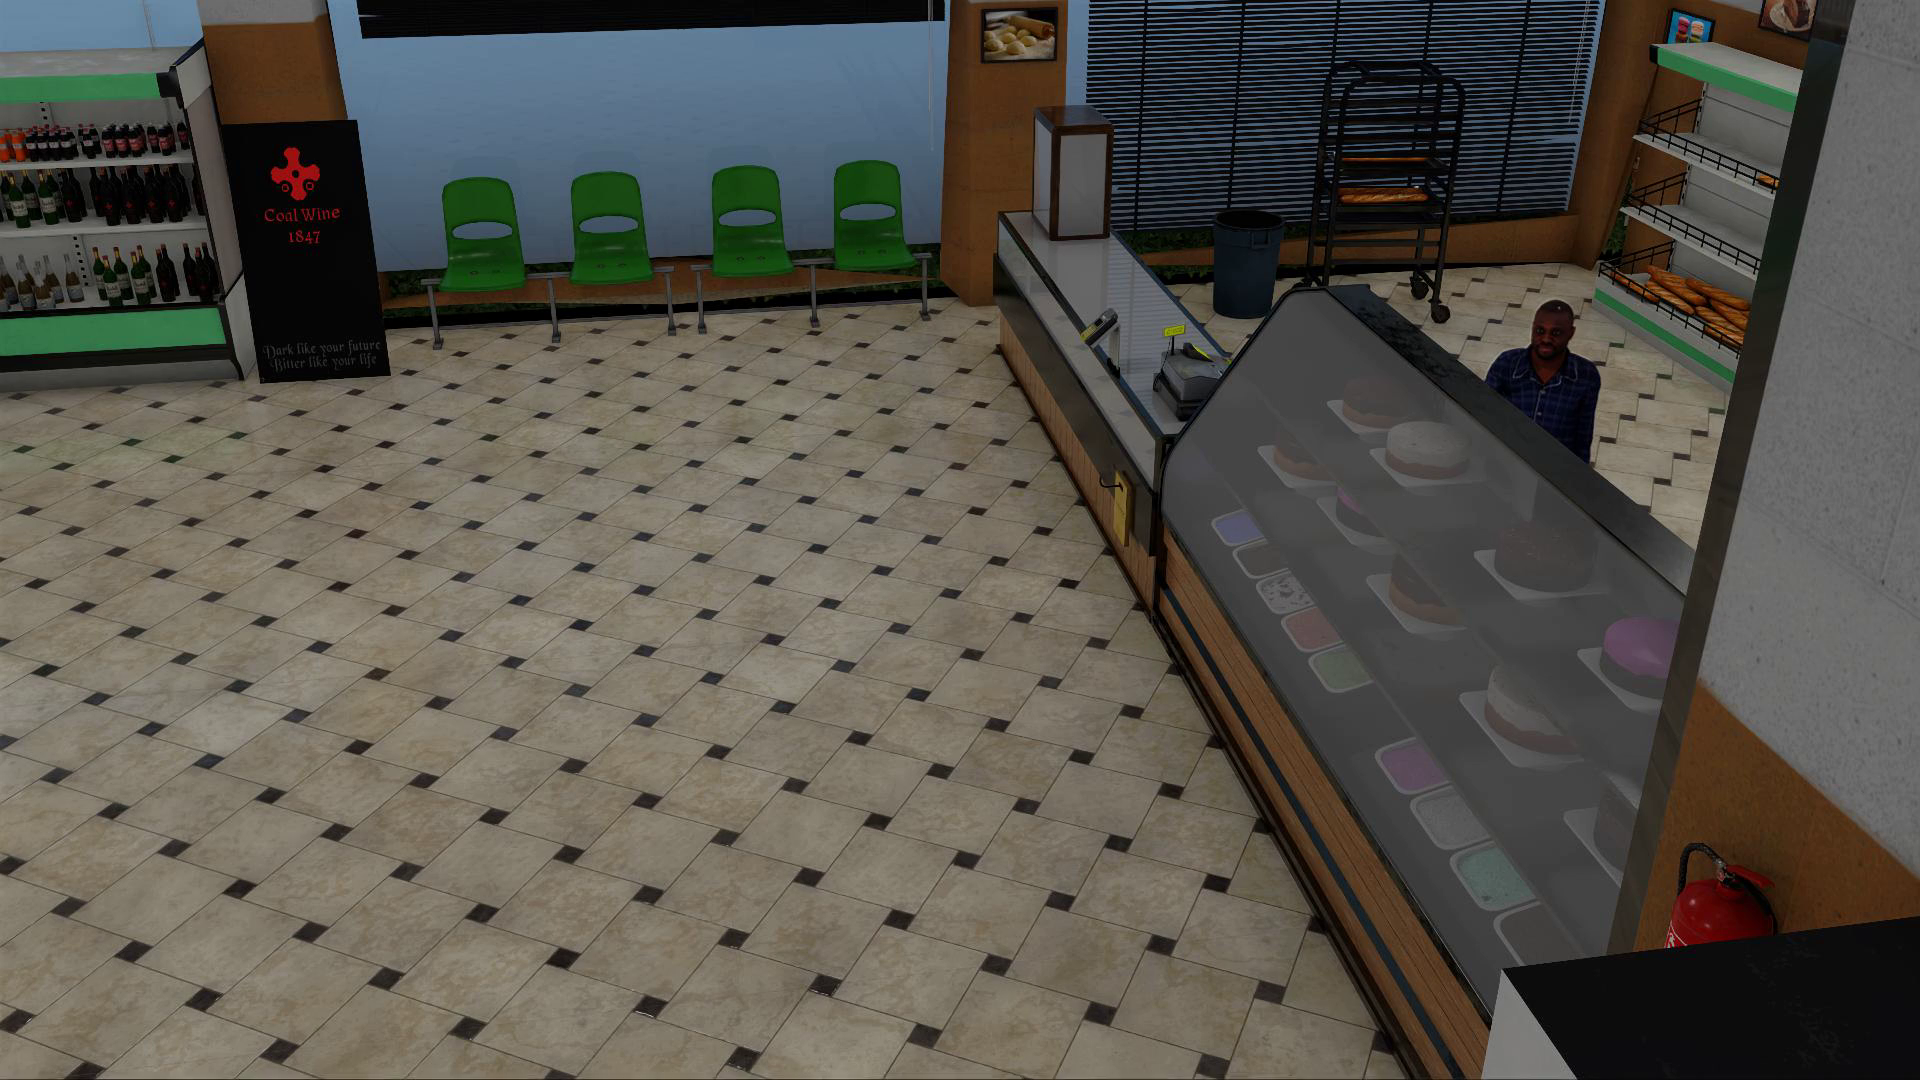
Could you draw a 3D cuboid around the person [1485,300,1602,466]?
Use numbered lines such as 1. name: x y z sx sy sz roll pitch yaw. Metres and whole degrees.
1. person: 2.580 -0.225 7.573 0.722 1.824 0.836 9 28 18
